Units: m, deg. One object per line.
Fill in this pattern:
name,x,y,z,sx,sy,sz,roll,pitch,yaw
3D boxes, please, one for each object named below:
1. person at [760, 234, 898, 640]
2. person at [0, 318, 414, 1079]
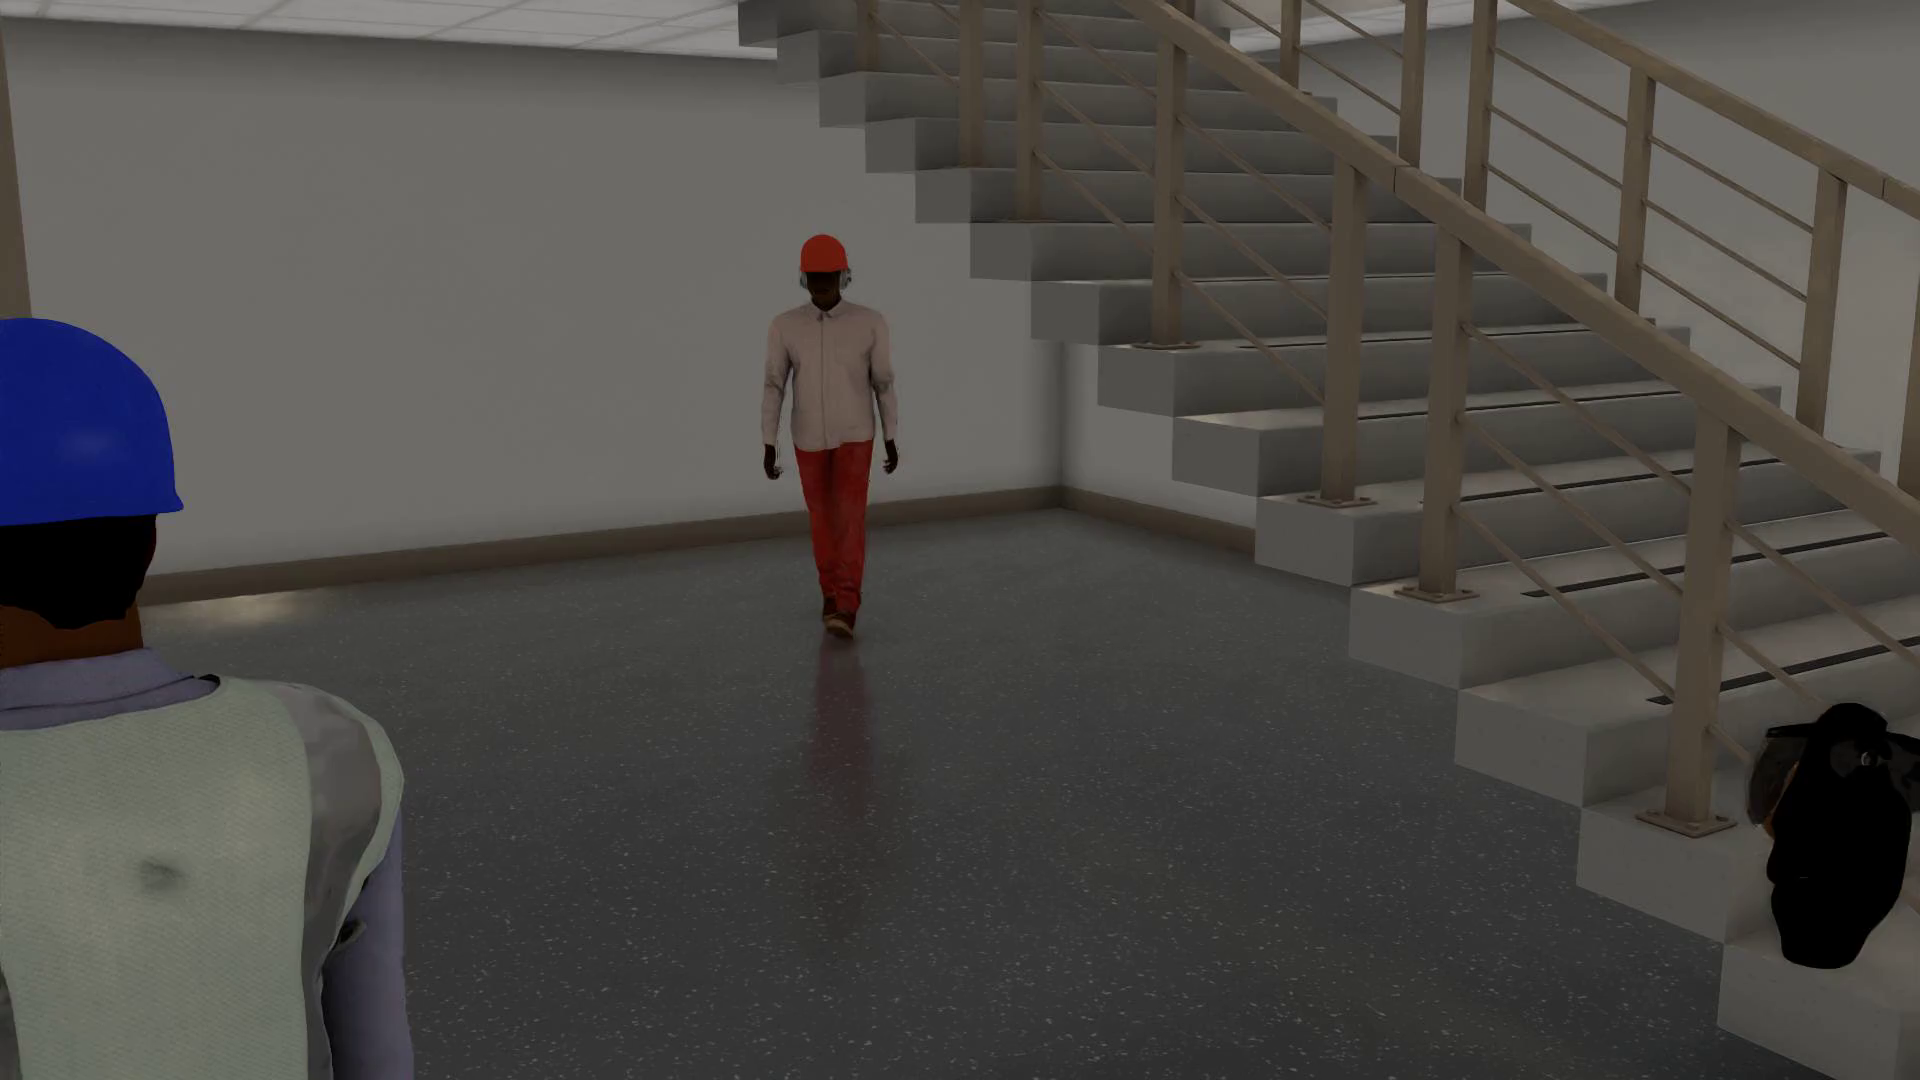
person,-0.649,-0.497,8.158,0.659,1.956,0.966,1,11,4
person,-0.789,0.770,1.582,0.408,1.943,0.612,8,13,37
